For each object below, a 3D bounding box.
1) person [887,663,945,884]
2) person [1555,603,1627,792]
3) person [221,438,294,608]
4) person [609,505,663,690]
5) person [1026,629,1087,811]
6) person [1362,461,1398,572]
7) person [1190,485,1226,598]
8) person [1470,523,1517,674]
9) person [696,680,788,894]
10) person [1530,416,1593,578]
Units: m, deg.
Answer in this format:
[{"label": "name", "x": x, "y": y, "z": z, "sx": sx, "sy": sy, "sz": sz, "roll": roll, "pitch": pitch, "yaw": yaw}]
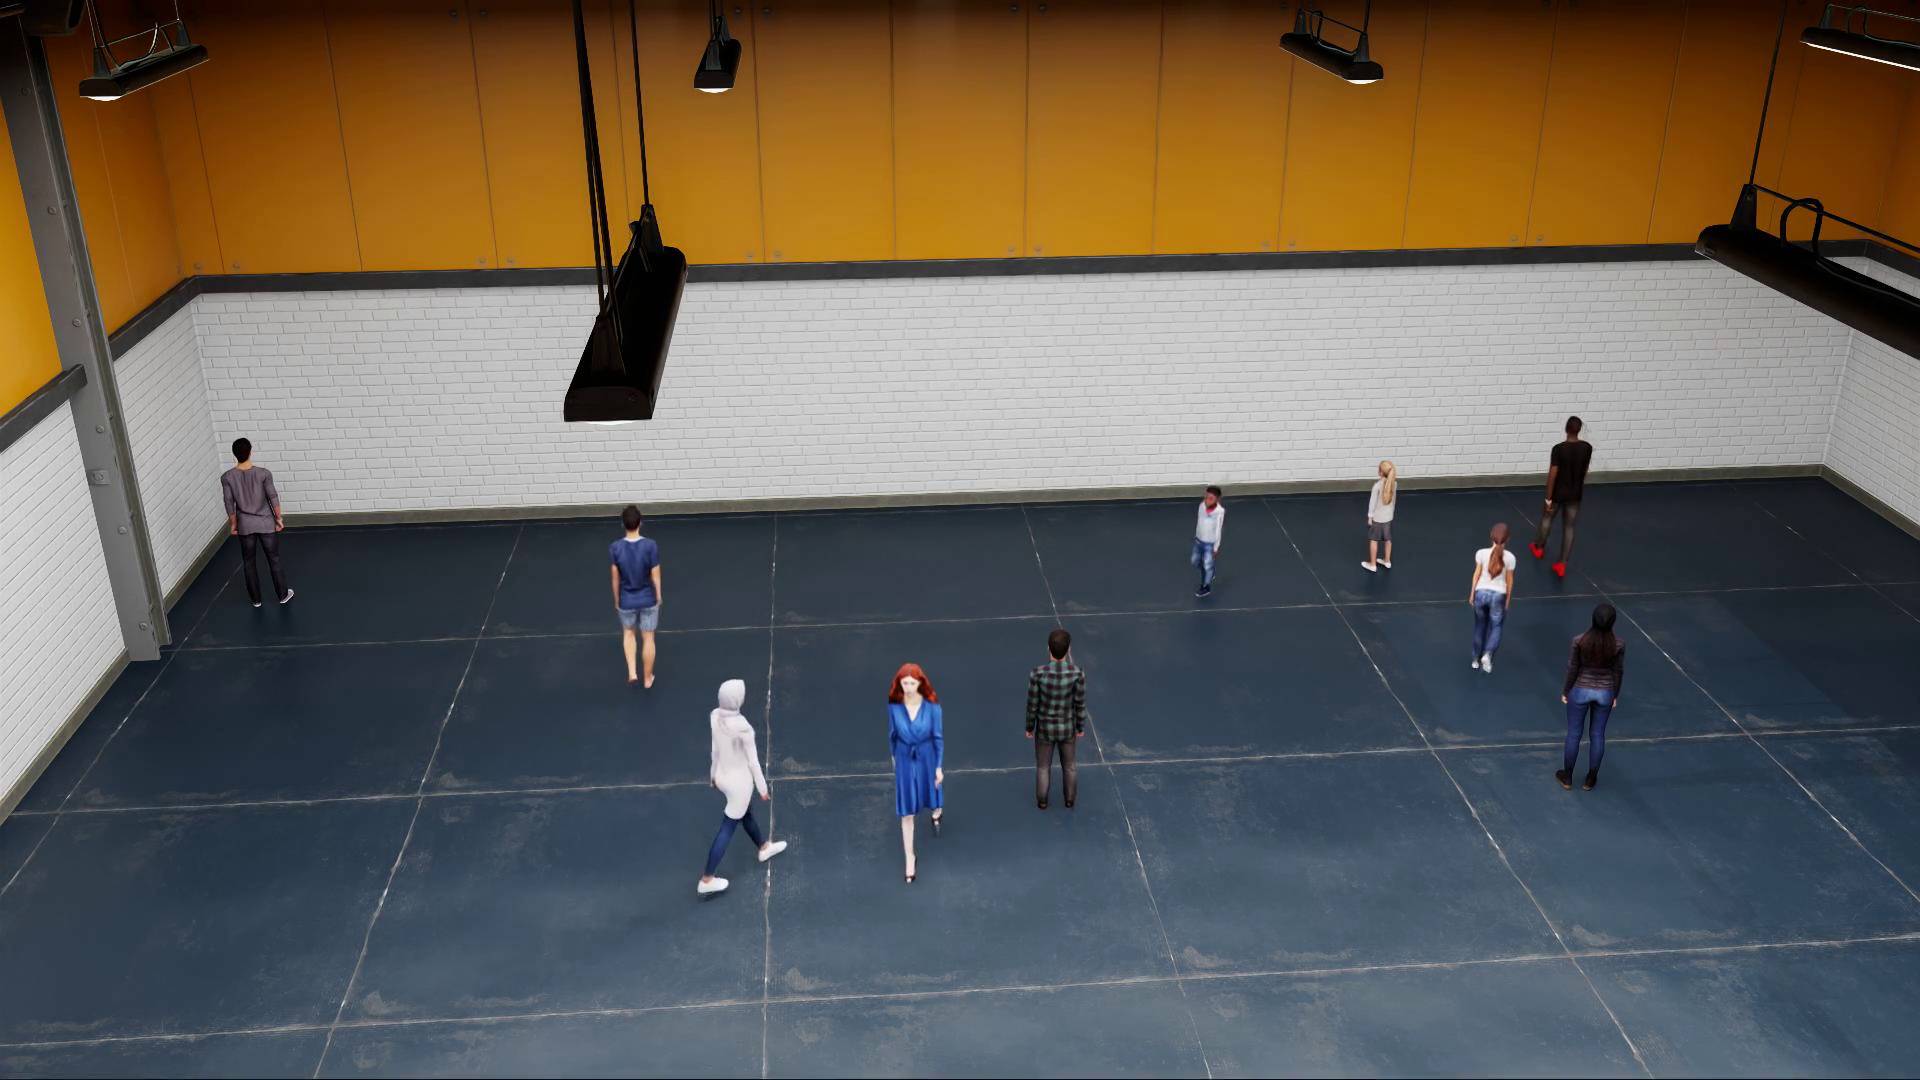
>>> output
[{"label": "person", "x": -0.304, "y": 1.759, "z": 13.143, "sx": 0.835, "sy": 1.798, "sz": 1.180, "roll": 4, "pitch": 24, "yaw": 10}, {"label": "person", "x": 5.382, "y": 1.331, "z": 14.186, "sx": 0.676, "sy": 1.746, "sz": 0.658, "roll": 5, "pitch": 24, "yaw": 10}, {"label": "person", "x": -7.433, "y": -0.191, "z": 17.537, "sx": 0.714, "sy": 1.852, "sz": 0.592, "roll": -6, "pitch": 24, "yaw": -14}, {"label": "person", "x": -3.057, "y": 0.593, "z": 15.758, "sx": 0.597, "sy": 1.839, "sz": 0.660, "roll": -2, "pitch": 24, "yaw": -5}, {"label": "person", "x": 0.792, "y": 1.541, "z": 13.963, "sx": 0.679, "sy": 1.714, "sz": 0.508, "roll": -1, "pitch": 24, "yaw": -3}, {"label": "person", "x": 4.688, "y": -0.280, "z": 18.463, "sx": 0.582, "sy": 1.272, "sz": 0.609, "roll": -11, "pitch": 26, "yaw": -24}, {"label": "person", "x": 2.703, "y": -0.021, "z": 17.891, "sx": 0.689, "sy": 1.256, "sz": 0.631, "roll": -19, "pitch": 30, "yaw": -37}, {"label": "person", "x": 5.145, "y": 0.583, "z": 16.141, "sx": 0.753, "sy": 1.551, "sz": 0.891, "roll": 10, "pitch": 25, "yaw": 21}, {"label": "person", "x": -1.804, "y": 1.936, "z": 12.830, "sx": 1.148, "sy": 1.724, "sz": 1.155, "roll": -21, "pitch": 31, "yaw": -39}, {"label": "person", "x": 6.668, "y": -0.451, "z": 18.225, "sx": 0.693, "sy": 1.777, "sz": 1.003, "roll": 0, "pitch": 24, "yaw": 1}]
